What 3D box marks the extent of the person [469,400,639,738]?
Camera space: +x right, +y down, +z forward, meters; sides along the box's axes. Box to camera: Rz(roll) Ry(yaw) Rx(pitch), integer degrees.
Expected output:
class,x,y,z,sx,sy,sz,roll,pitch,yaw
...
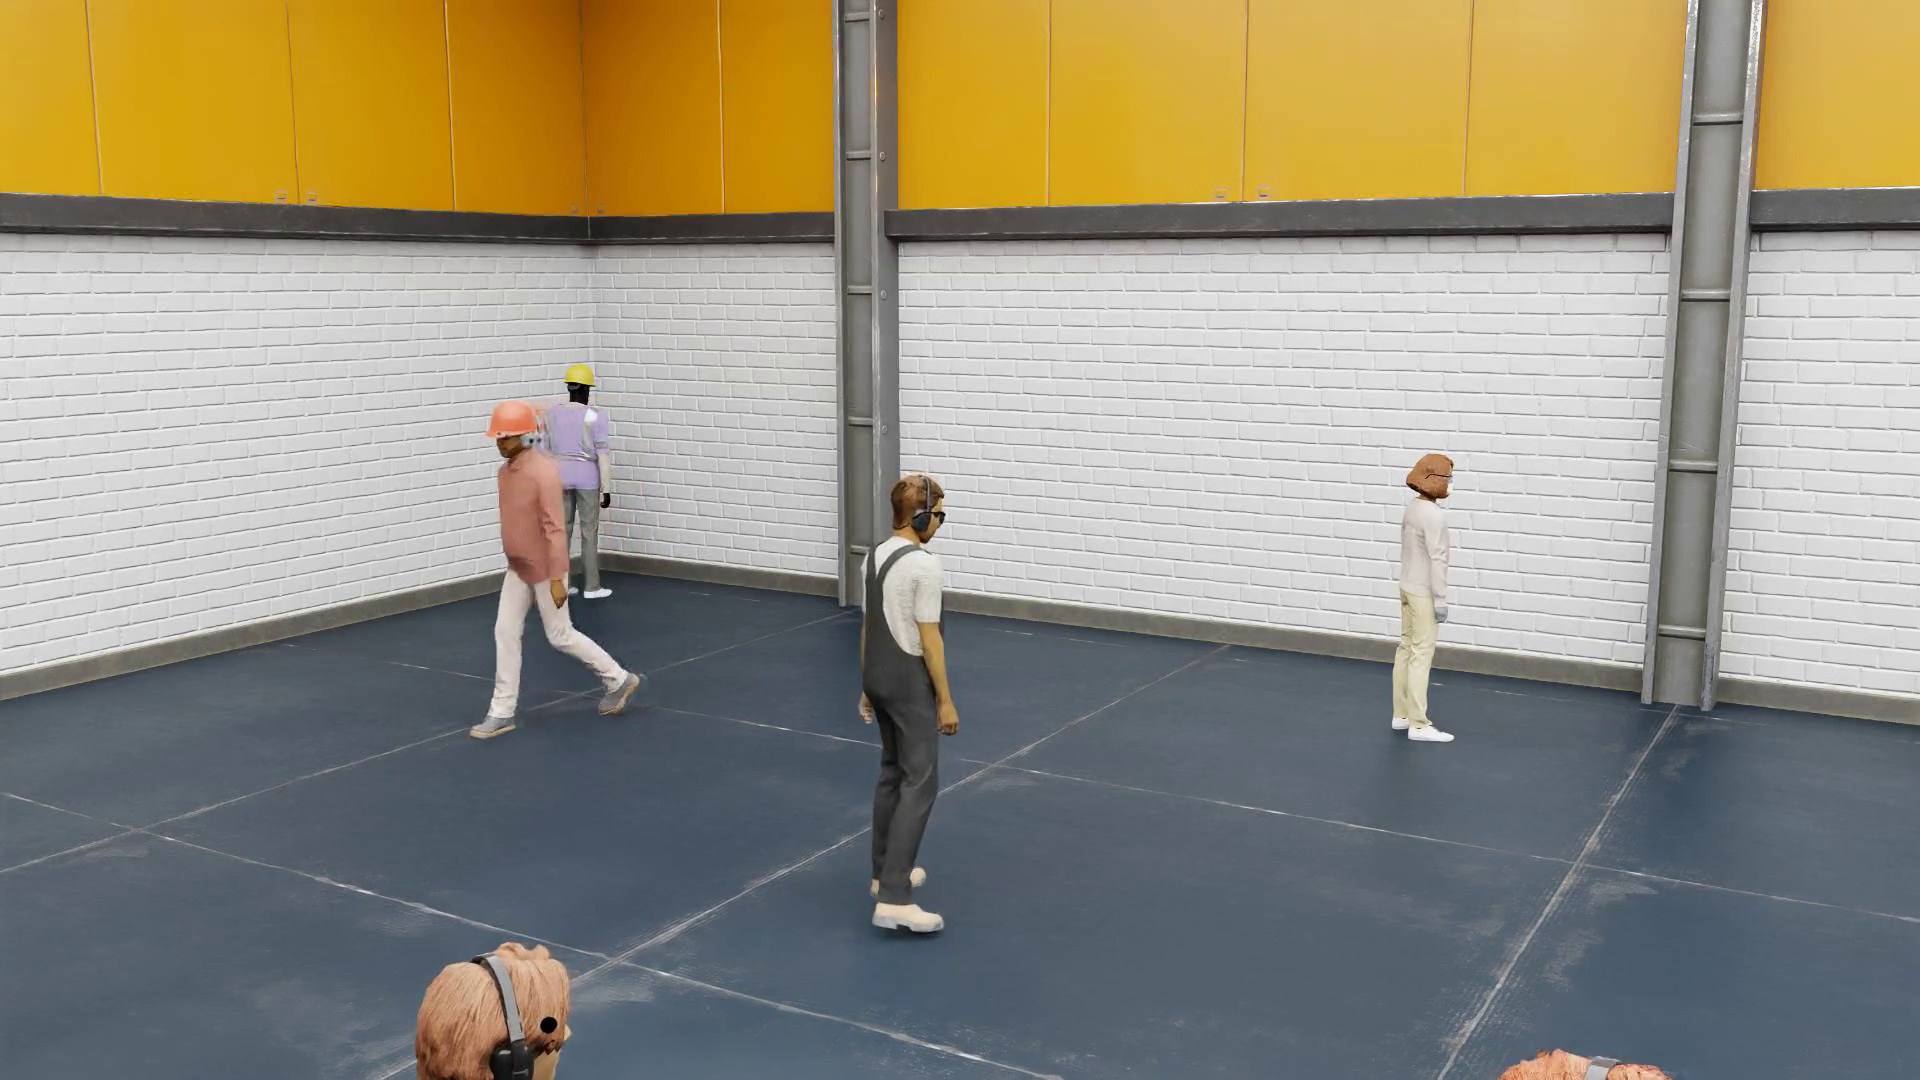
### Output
class,x,y,z,sx,sy,sz,roll,pitch,yaw
person,-2.388,0.144,9.645,0.936,1.949,0.660,-9,13,-43

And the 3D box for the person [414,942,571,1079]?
class,x,y,z,sx,sy,sz,roll,pitch,yaw
person,-0.709,1.424,2.576,0.315,1.640,0.514,-9,12,-43

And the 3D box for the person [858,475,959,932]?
class,x,y,z,sx,sy,sz,roll,pitch,yaw
person,-0.249,0.662,6.795,0.531,1.820,0.752,-5,11,-31

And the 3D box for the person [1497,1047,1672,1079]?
class,x,y,z,sx,sy,sz,roll,pitch,yaw
person,0.705,1.438,1.754,0.643,1.870,0.599,8,12,40

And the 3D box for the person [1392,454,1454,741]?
class,x,y,z,sx,sy,sz,roll,pitch,yaw
person,2.653,0.320,9.493,0.285,1.632,0.499,-1,9,-4

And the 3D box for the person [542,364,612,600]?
class,x,y,z,sx,sy,sz,roll,pitch,yaw
person,-3.096,-0.470,13.541,0.583,1.919,0.388,2,9,15
